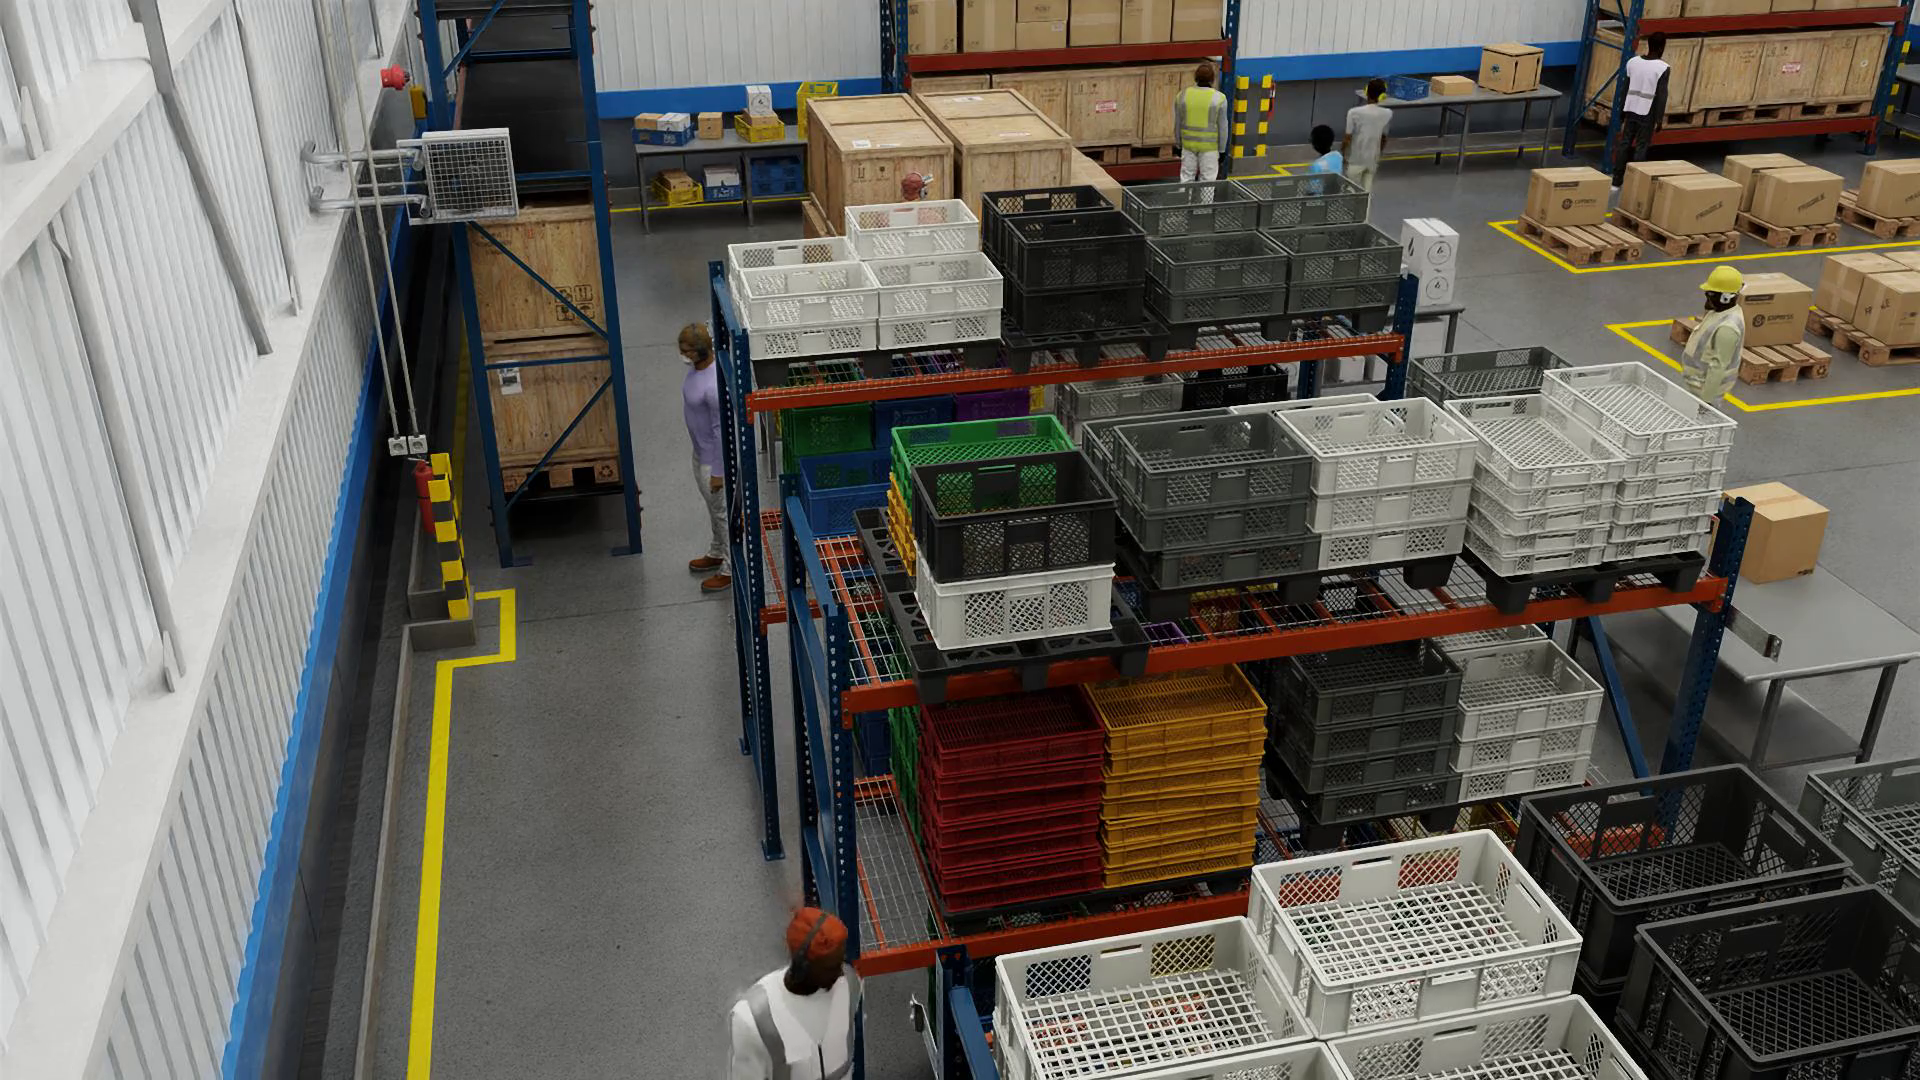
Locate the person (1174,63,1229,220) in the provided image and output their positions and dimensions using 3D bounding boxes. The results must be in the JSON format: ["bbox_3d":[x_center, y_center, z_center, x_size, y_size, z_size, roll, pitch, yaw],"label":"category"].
[{"bbox_3d":[2.722,-4.441,18.768,0.628,1.847,0.429,13,31,24],"label":"person"}]

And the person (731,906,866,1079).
[{"bbox_3d":[-0.598,2.140,6.253,0.636,1.869,0.410,-15,31,-27],"label":"person"}]

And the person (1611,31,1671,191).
[{"bbox_3d":[8.188,-5.129,19.994,0.373,1.916,0.596,-17,32,-28],"label":"person"}]

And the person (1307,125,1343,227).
[{"bbox_3d":[3.721,-3.364,16.894,0.446,1.677,0.616,19,33,32],"label":"person"}]

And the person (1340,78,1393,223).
[{"bbox_3d":[4.372,-4.109,18.149,0.549,1.839,0.390,-1,28,-2],"label":"person"}]

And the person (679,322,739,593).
[{"bbox_3d":[-1.698,-0.574,11.335,0.371,1.936,0.627,-10,29,-18],"label":"person"}]

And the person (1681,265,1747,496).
[{"bbox_3d":[5.674,-1.206,12.652,0.403,1.823,0.590,10,29,18],"label":"person"}]

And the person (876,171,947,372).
[{"bbox_3d":[-0.399,-2.305,14.665,0.638,1.900,0.401,8,29,15],"label":"person"}]
